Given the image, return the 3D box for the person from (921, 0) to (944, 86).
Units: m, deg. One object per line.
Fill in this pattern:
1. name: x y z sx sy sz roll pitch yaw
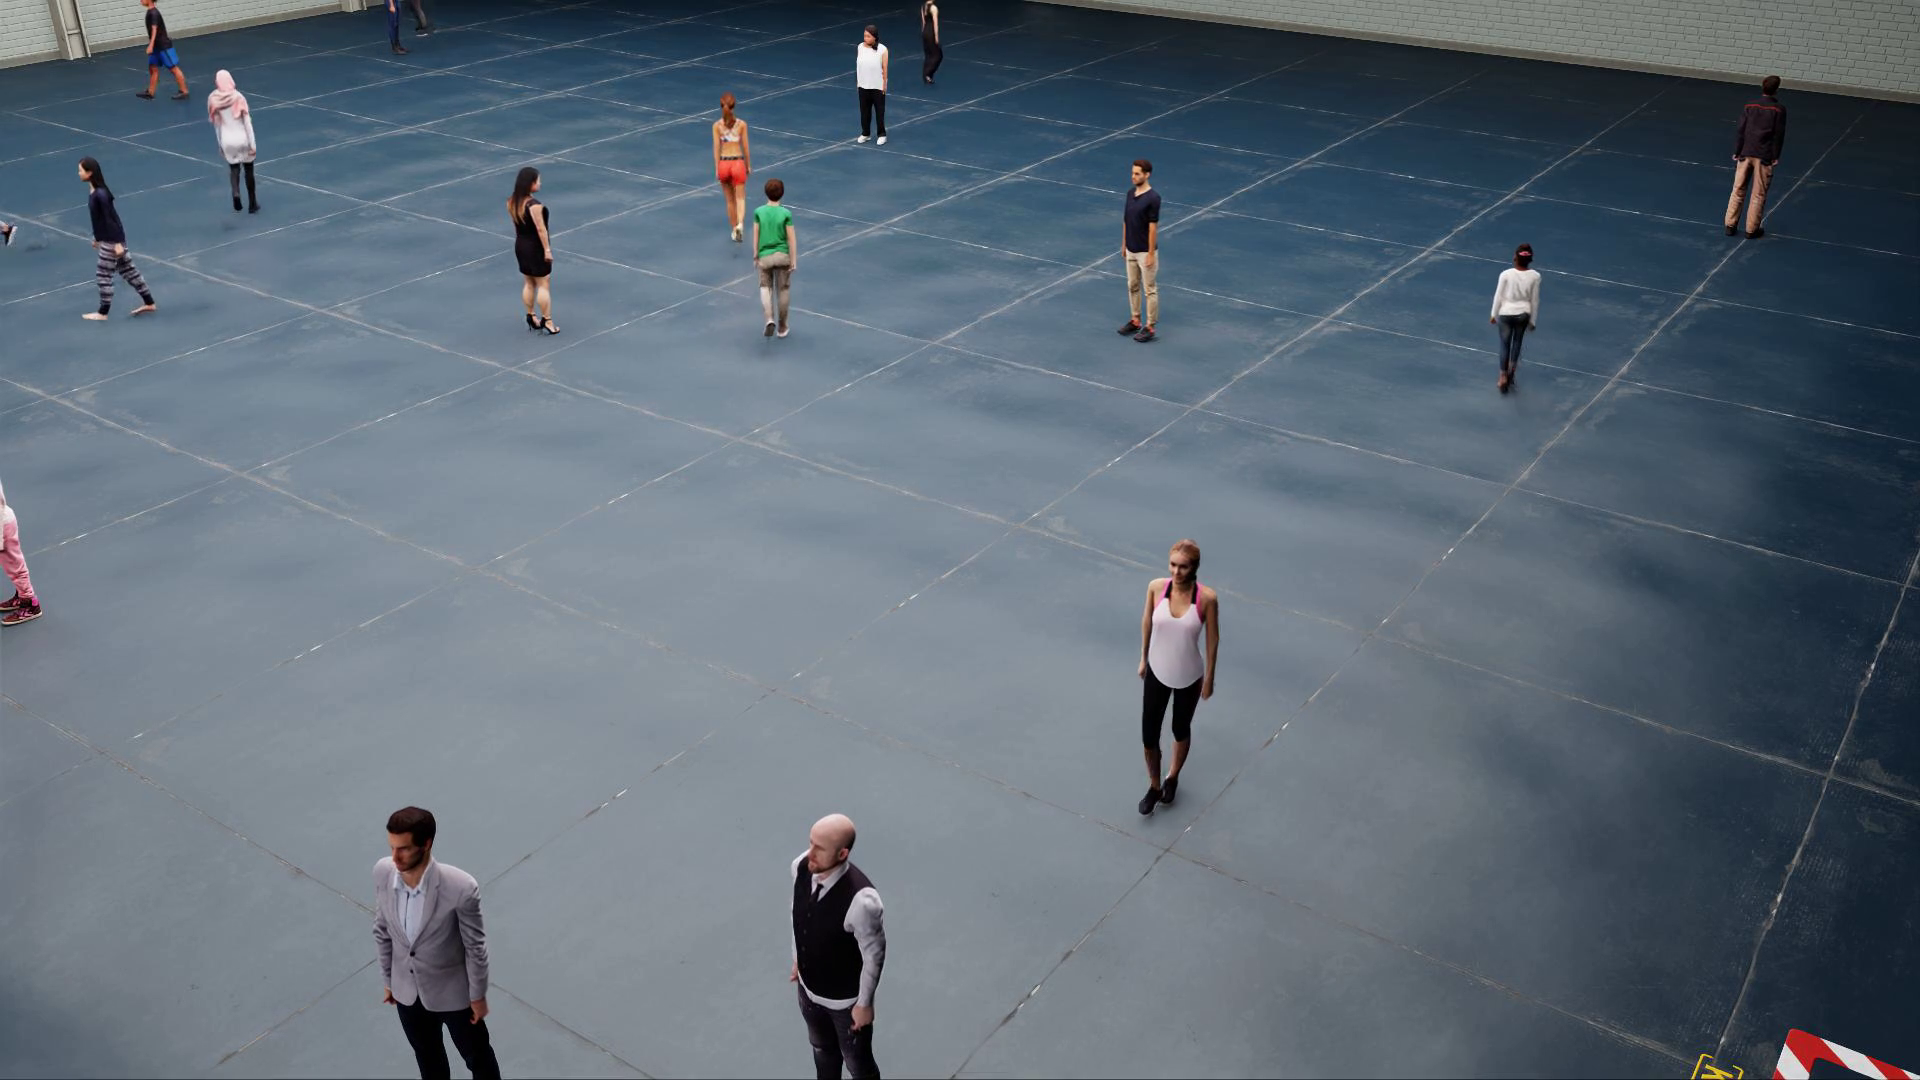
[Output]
1. person: -0.554 -8.330 27.575 0.680 1.590 0.679 -18 32 -31

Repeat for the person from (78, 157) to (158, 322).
1. person: -8.788 -3.155 17.402 1.053 1.701 0.859 -16 31 -28

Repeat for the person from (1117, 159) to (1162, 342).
1. person: 1.852 -2.941 16.822 0.645 1.854 0.680 -20 33 -33

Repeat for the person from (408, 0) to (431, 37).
1. person: -9.877 -9.996 30.105 0.826 1.685 0.802 0 27 0

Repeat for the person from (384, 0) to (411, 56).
1. person: -10.273 -9.707 30.087 0.716 1.739 0.634 0 27 -1

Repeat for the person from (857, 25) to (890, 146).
1. person: -1.283 -6.620 24.149 0.666 1.686 0.626 15 31 26

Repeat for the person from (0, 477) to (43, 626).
1. person: -6.804 -0.111 11.777 0.618 1.441 0.617 -16 31 -28

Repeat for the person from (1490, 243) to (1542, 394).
1. person: 5.200 -2.071 15.580 0.701 1.444 0.790 5 28 9

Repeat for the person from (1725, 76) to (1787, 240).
1. person: 9.562 -4.602 19.971 0.709 1.924 0.614 21 34 35

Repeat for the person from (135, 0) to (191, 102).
1. person: -12.646 -7.886 26.528 1.084 1.759 0.787 -20 33 -33

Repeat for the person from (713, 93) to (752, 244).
1. person: -2.690 -4.338 19.628 0.934 1.769 1.007 -4 28 -8

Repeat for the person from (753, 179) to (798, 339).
1. person: -1.884 -2.807 16.797 0.815 1.637 0.905 0 27 0

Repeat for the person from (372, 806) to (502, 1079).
1. person: -2.304 1.942 7.339 0.749 1.853 0.707 7 28 13

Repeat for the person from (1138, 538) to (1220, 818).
1. person: 1.289 0.750 9.736 0.701 1.779 0.741 11 29 20

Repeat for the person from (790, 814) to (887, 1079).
1. person: -0.543 1.963 7.331 0.719 1.824 0.639 24 35 38

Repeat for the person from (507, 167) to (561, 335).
1. person: -4.359 -2.944 16.983 0.657 1.711 0.600 20 33 33

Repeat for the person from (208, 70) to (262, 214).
1. person: -9.043 -4.911 20.720 0.922 1.787 0.992 -3 27 -6
